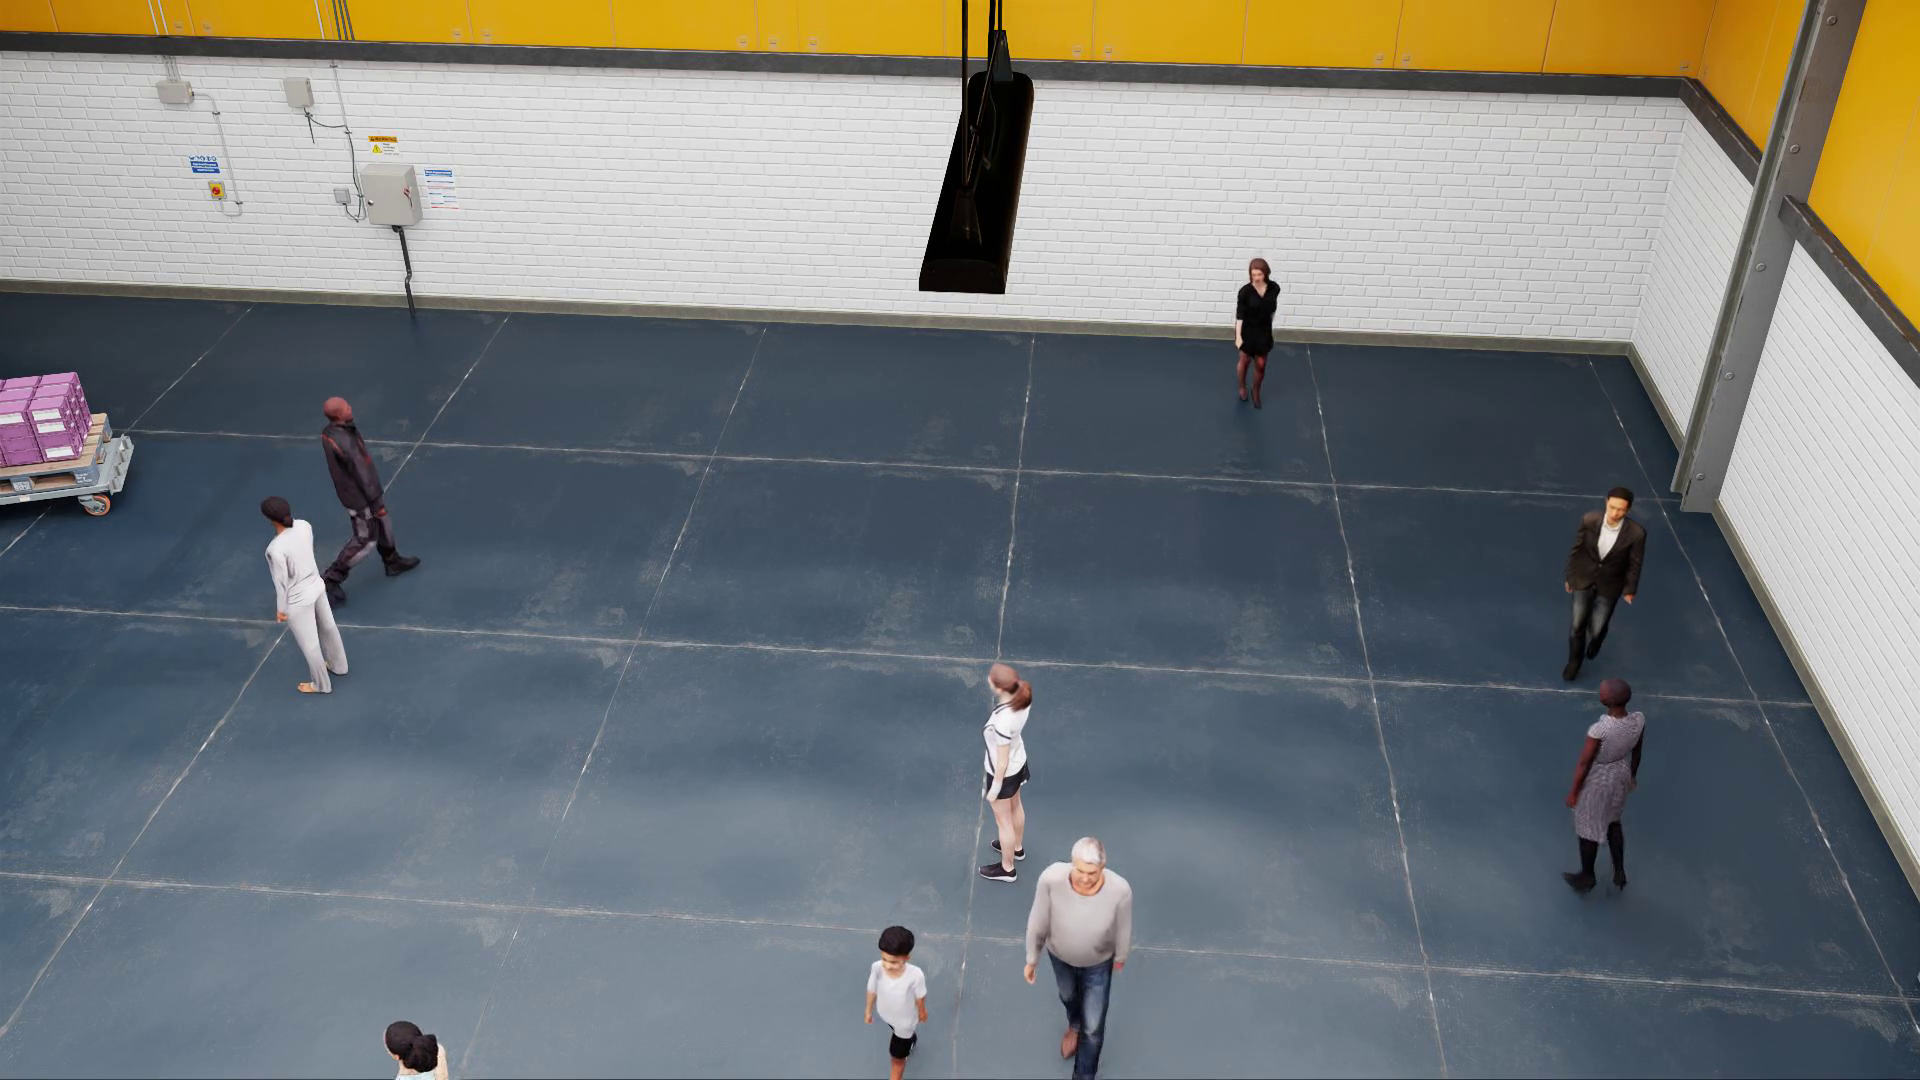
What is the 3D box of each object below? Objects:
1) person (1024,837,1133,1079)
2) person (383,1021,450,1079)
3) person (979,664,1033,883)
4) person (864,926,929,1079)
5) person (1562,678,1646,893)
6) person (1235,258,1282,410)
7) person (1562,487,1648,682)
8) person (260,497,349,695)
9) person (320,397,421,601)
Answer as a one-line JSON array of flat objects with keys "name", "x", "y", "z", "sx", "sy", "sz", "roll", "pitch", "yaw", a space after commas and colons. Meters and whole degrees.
[{"name": "person", "x": 0.722, "y": 2.364, "z": 9.762, "sx": 0.896, "sy": 1.874, "sz": 1.120, "roll": 12, "pitch": 35, "yaw": 17}, {"name": "person", "x": -2.647, "y": 3.175, "z": 8.686, "sx": 1.011, "sy": 1.715, "sz": 1.174, "roll": 19, "pitch": 38, "yaw": 26}, {"name": "person", "x": 0.314, "y": 1.540, "z": 11.112, "sx": 0.685, "sy": 1.752, "sz": 0.568, "roll": 12, "pitch": 35, "yaw": 17}, {"name": "person", "x": -0.348, "y": 2.718, "z": 9.815, "sx": 0.657, "sy": 1.226, "sz": 0.926, "roll": 12, "pitch": 35, "yaw": 17}, {"name": "person", "x": 4.254, "y": 1.643, "z": 10.938, "sx": 0.825, "sy": 1.773, "sz": 0.853, "roll": -9, "pitch": 35, "yaw": -13}, {"name": "person", "x": 2.939, "y": -2.099, "z": 16.663, "sx": 0.659, "sy": 1.669, "sz": 0.746, "roll": -9, "pitch": 35, "yaw": -13}, {"name": "person", "x": 5.000, "y": 0.272, "z": 12.997, "sx": 0.876, "sy": 1.777, "sz": 0.948, "roll": 20, "pitch": 39, "yaw": 27}, {"name": "person", "x": -5.068, "y": 0.406, "z": 12.829, "sx": 0.728, "sy": 1.740, "sz": 0.529, "roll": 8, "pitch": 34, "yaw": 12}, {"name": "person", "x": -5.107, "y": -0.340, "z": 13.896, "sx": 1.190, "sy": 1.800, "sz": 1.189, "roll": -21, "pitch": 39, "yaw": -28}]
